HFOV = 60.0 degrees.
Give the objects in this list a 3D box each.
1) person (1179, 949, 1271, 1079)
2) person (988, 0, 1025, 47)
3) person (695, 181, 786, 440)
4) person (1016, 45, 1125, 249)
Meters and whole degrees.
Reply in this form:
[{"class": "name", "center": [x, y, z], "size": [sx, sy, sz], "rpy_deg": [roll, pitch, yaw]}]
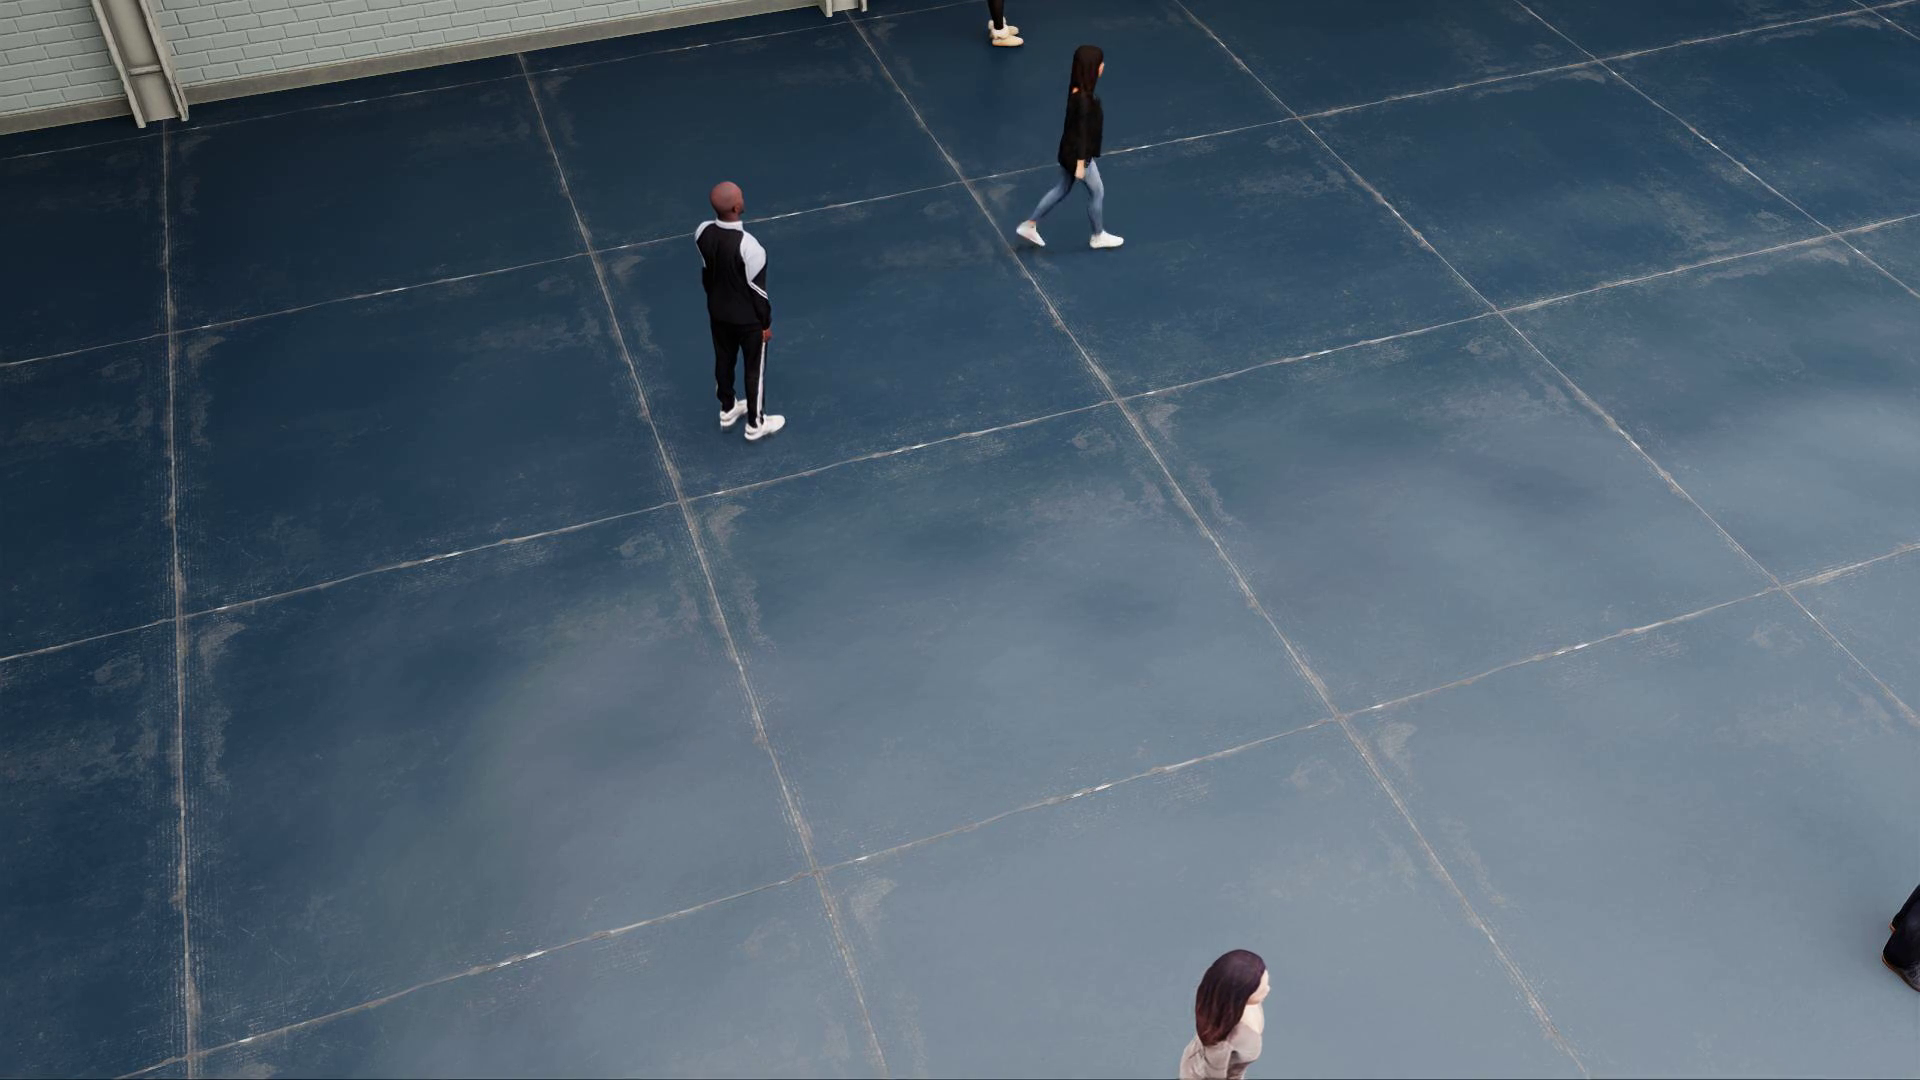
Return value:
[{"class": "person", "center": [1.005, 2.153, 6.630], "size": [0.661, 1.745, 0.663], "rpy_deg": [6, 43, 6]}, {"class": "person", "center": [0.317, -5.108, 14.469], "size": [0.579, 1.659, 0.637], "rpy_deg": [-14, 45, -14]}, {"class": "person", "center": [-1.412, -1.435, 10.416], "size": [0.732, 1.822, 0.759], "rpy_deg": [24, 48, 24]}, {"class": "person", "center": [0.781, -2.803, 12.031], "size": [1.075, 1.618, 0.703], "rpy_deg": [-7, 44, -8]}]
